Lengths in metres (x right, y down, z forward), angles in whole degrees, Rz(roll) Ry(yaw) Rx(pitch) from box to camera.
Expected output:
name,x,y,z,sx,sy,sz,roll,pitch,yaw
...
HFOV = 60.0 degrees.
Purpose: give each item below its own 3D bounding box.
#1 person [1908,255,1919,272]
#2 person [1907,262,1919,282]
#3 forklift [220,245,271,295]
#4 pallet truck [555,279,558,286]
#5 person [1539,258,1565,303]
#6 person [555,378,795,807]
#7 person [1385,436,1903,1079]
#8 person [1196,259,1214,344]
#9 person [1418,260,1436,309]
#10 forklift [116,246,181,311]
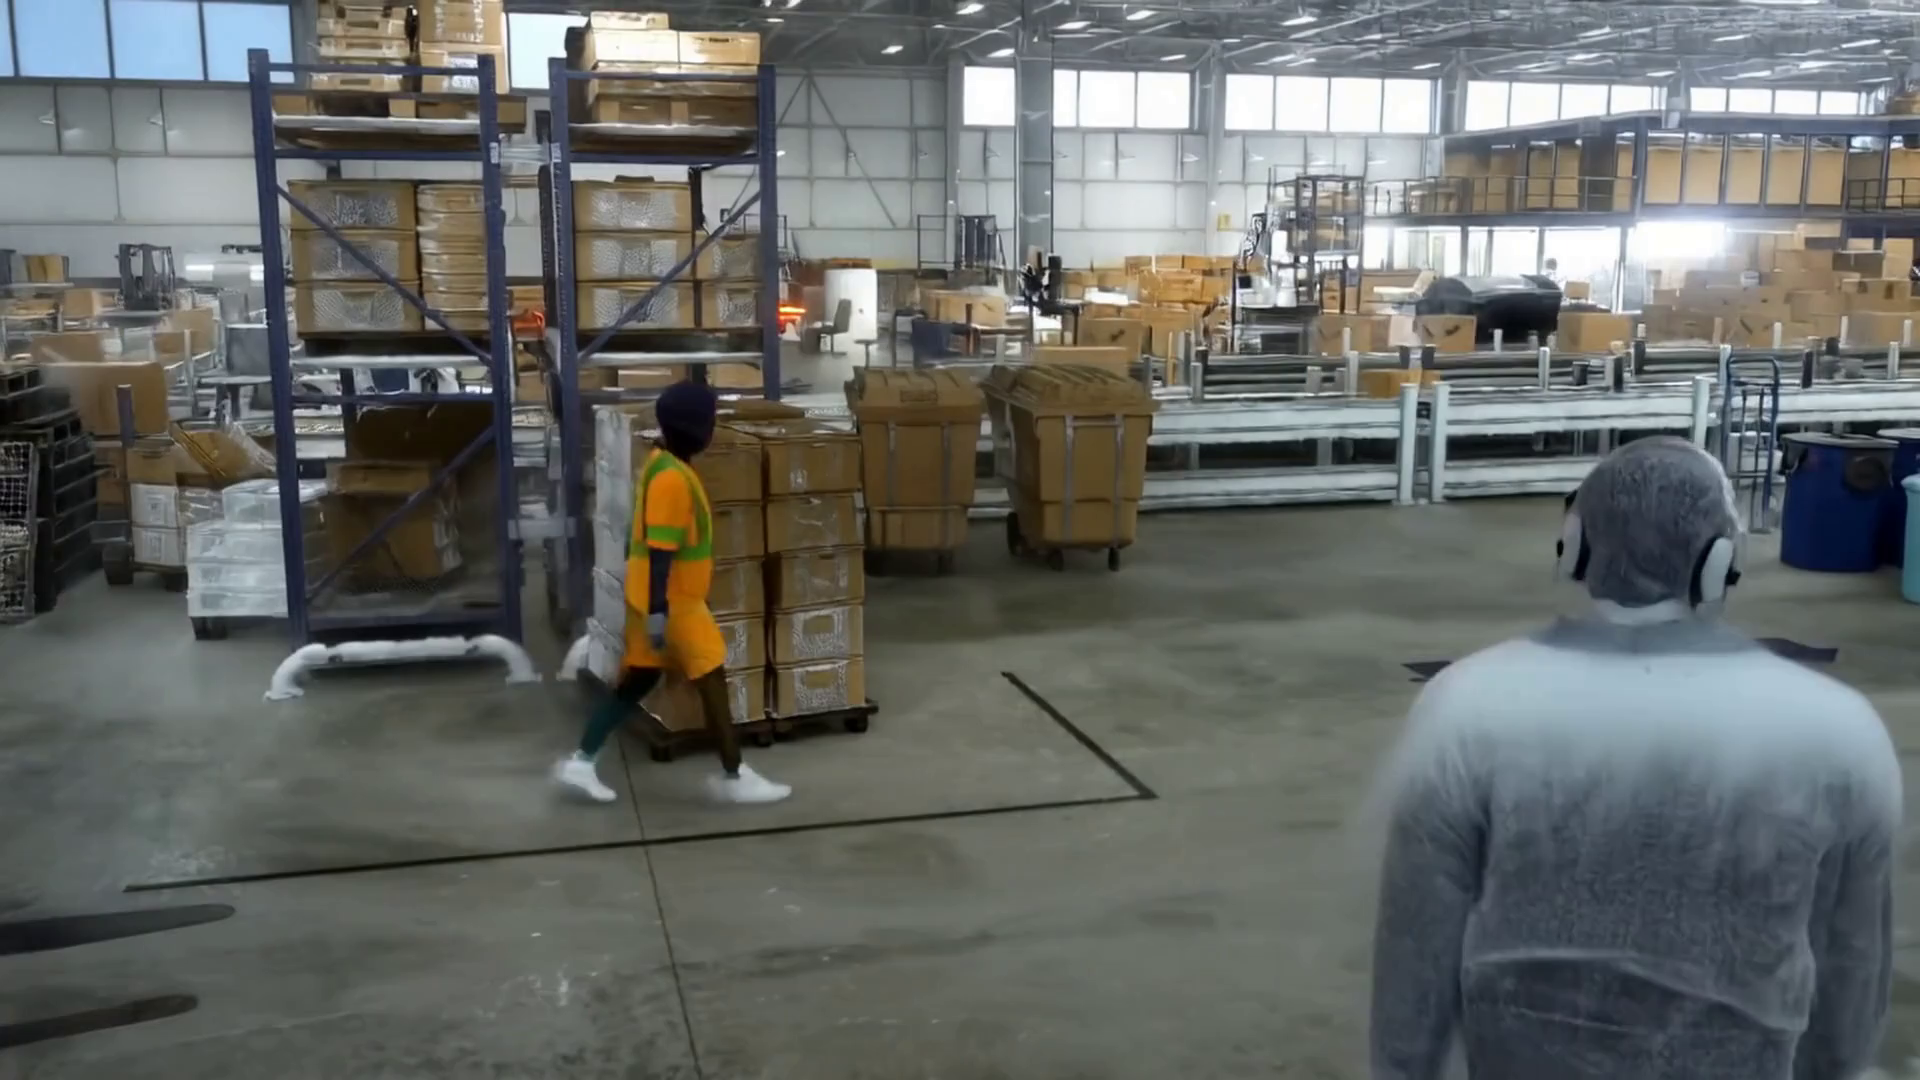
name,x,y,z,sx,sy,sz,roll,pitch,yaw
person,24.424,-6.303,42.343,0.587,1.927,0.367,4,11,20
person,23.124,-5.909,39.793,0.709,2.000,0.974,0,10,-2
forklift,-17.749,-6.334,41.440,1.157,1.987,2.680,-3,10,-17
pallet truck,-10.604,-6.375,44.520,0.653,1.274,1.630,-3,10,-15
person,13.500,-5.475,37.839,0.613,1.856,0.803,-2,10,-12
person,-1.118,0.214,6.235,0.890,1.647,0.539,-2,10,-11
person,0.996,0.774,2.466,0.644,1.857,0.977,5,11,28
person,5.196,-5.022,35.312,0.336,1.857,0.498,0,10,3
person,12.693,-6.727,45.200,0.524,1.769,0.309,9,13,40
forklift,-19.966,-6.232,40.894,1.157,1.987,2.680,-3,10,-15
